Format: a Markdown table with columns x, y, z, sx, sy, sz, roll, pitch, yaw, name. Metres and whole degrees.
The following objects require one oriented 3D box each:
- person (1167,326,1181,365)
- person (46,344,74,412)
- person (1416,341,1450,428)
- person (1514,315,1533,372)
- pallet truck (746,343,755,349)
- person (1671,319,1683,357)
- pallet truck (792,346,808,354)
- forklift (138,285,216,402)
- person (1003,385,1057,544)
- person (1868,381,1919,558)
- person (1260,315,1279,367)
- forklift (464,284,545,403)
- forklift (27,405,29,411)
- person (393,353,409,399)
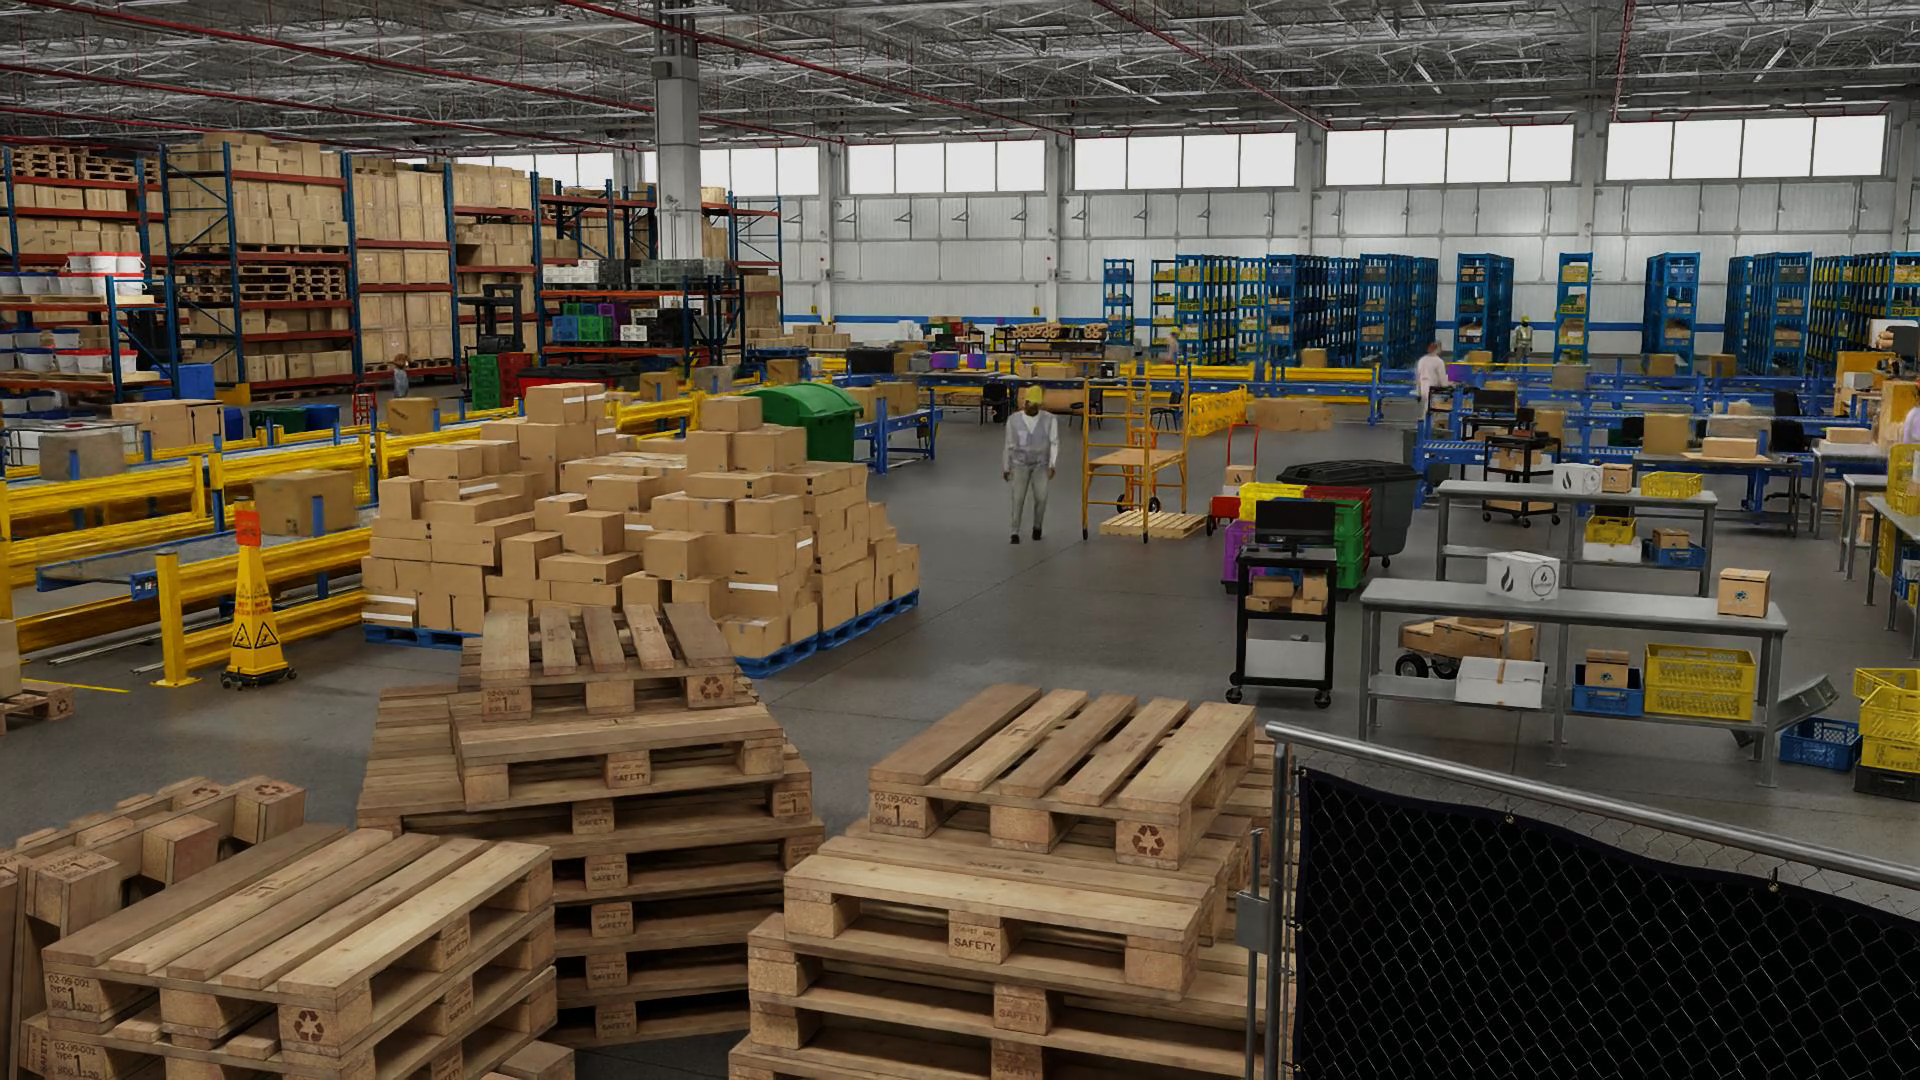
| x | y | z | sx | sy | sz | roll | pitch | yaw | name |
| --- | --- | --- | --- | --- | --- | --- | --- | --- | --- |
| 5.473 | -4.649 | 42.917 | 0.917 | 1.725 | 0.518 | 4 | 10 | 23 | person |
| -14.820 | -2.272 | 27.372 | 0.555 | 1.921 | 0.416 | 4 | 10 | 25 | person |
| 8.551 | -2.655 | 30.014 | 0.997 | 1.846 | 0.657 | -4 | 10 | -22 | person |
| 16.952 | -5.834 | 50.003 | 0.600 | 1.829 | 0.404 | -2 | 9 | -12 | person |
| -6.183 | -4.618 | 44.264 | 1.601 | 1.201 | 0.680 | -9 | 12 | -43 | pallet truck |
| 20.738 | -5.551 | 48.284 | 0.884 | 1.816 | 0.573 | 3 | 10 | 19 | person |
| -3.705 | -4.298 | 42.022 | 0.653 | 1.274 | 1.630 | 3 | 10 | 20 | pallet truck |
| -17.480 | -4.200 | 36.461 | 1.873 | 2.768 | 1.129 | 3 | 10 | 19 | forklift |
| 0.782 | -0.840 | 18.717 | 0.610 | 1.806 | 0.444 | 0 | 9 | 0 | person |
| 9.937 | -0.732 | 17.410 | 0.698 | 2.023 | 0.610 | 4 | 10 | 22 | person |
| 9.635 | -6.148 | 51.525 | 0.643 | 1.976 | 0.619 | 0 | 9 | -2 | person |
| -10.832 | -4.702 | 39.610 | 1.129 | 2.768 | 1.873 | 3 | 10 | 20 | forklift |
| -21.692 | -4.187 | 36.382 | 1.873 | 2.768 | 1.129 | -9 | 13 | -44 | forklift |
| -10.054 | -2.546 | 29.982 | 0.268 | 1.631 | 0.507 | -1 | 9 | -6 | person |
